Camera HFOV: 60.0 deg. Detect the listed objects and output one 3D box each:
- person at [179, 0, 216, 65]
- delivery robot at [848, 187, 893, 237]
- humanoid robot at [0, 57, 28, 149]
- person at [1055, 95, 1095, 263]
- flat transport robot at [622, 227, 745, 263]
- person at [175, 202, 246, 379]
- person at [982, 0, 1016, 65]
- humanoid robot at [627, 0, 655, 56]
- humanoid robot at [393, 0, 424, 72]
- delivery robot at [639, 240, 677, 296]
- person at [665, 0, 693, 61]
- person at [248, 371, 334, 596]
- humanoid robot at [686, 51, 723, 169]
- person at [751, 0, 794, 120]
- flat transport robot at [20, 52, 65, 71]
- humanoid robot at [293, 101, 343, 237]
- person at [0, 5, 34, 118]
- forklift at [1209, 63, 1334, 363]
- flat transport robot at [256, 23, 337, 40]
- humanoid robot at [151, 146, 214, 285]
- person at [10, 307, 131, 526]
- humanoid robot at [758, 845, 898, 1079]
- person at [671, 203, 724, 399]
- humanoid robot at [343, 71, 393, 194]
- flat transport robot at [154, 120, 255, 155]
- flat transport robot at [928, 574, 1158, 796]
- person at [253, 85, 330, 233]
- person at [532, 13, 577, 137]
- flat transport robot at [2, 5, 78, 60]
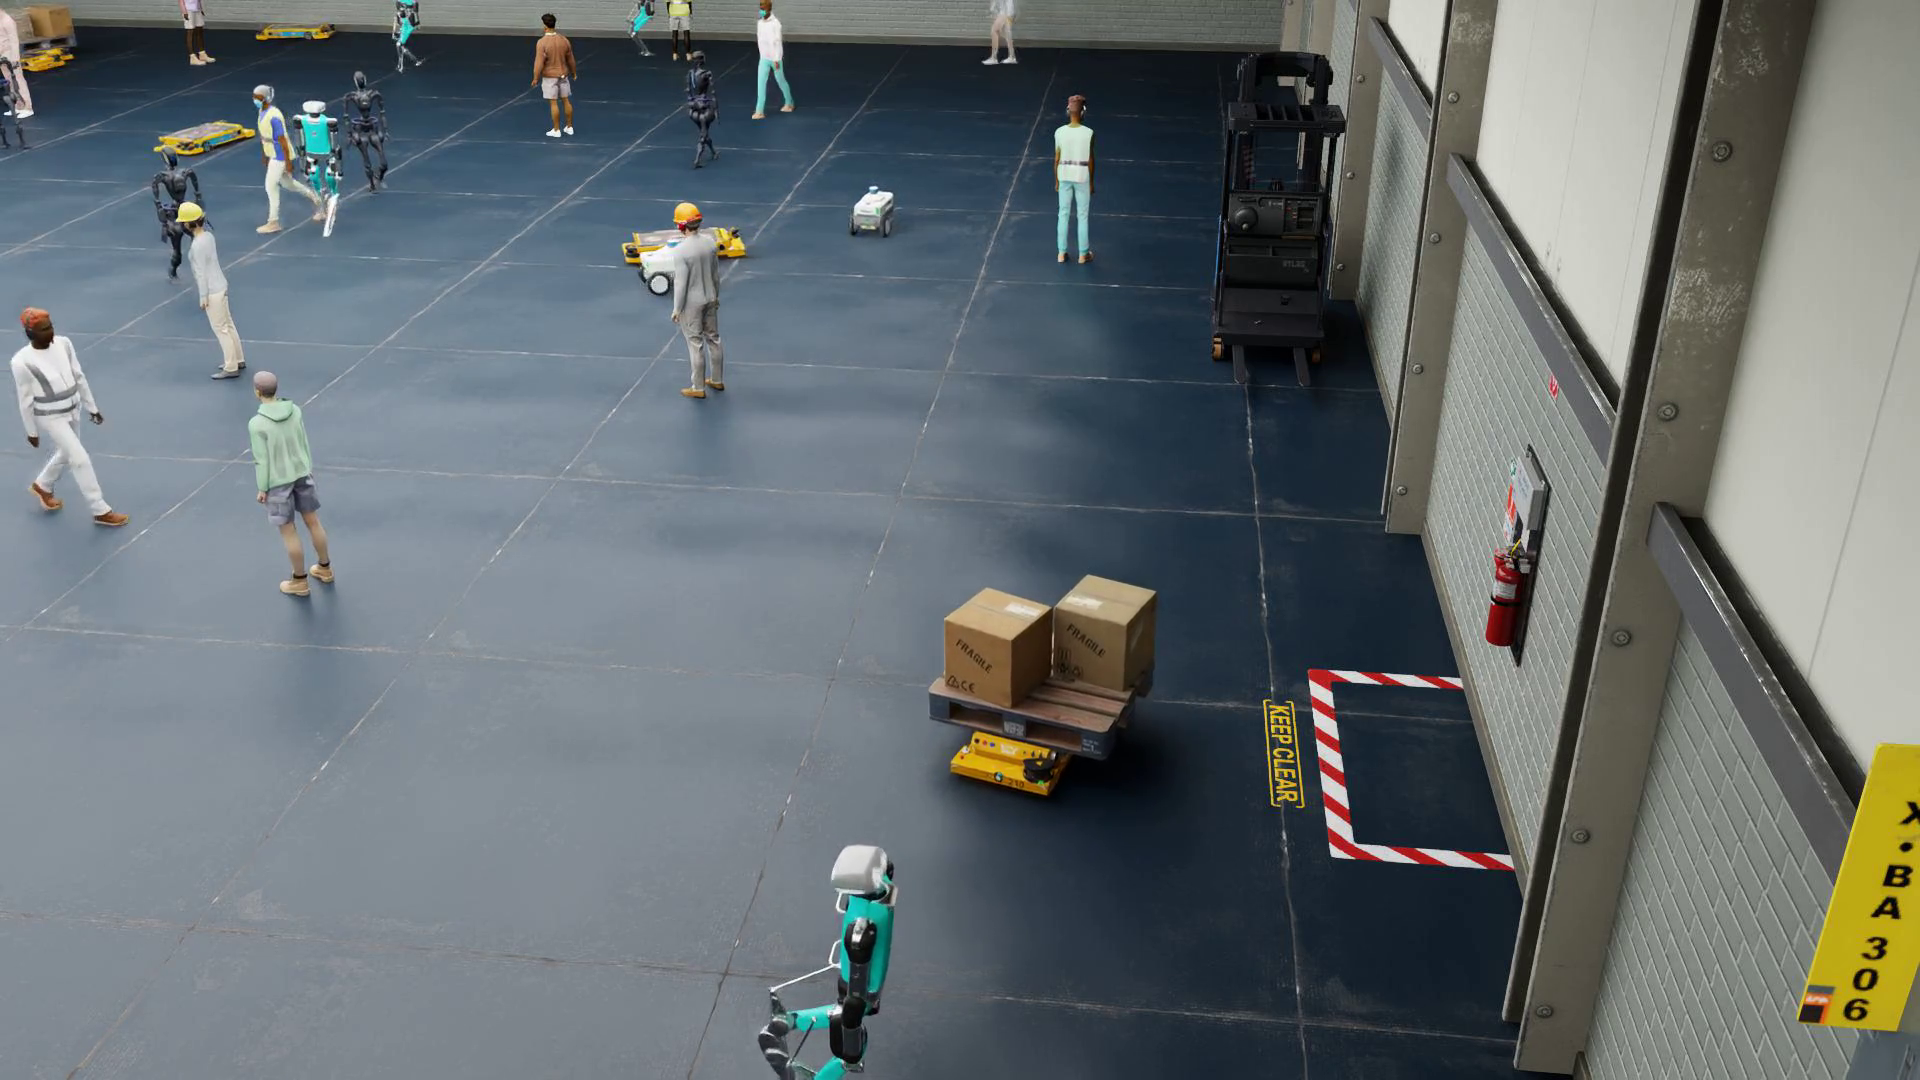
[{"bbox_3d":[-14.251,-9.883,30.907,0.398,2.035,0.607,5,27,10],"label":"person"},{"bbox_3d":[-1.101,-4.180,21.167,0.499,0.596,0.775,6,27,12],"label":"delivery robot"},{"bbox_3d":[-14.389,-6.687,24.937,0.610,1.633,0.467,-14,30,-26],"label":"humanoid robot"},{"bbox_3d":[1.355,-4.273,19.765,0.484,1.979,0.403,8,28,15],"label":"person"},{"bbox_3d":[-3.384,-3.599,20.324,1.431,0.231,0.659,-6,27,-13],"label":"flat transport robot"},{"bbox_3d":[-7.398,-2.458,16.385,0.351,1.755,0.516,-5,27,-10],"label":"person"},{"bbox_3d":[0.704,-9.778,30.893,0.819,1.846,0.511,-3,27,-5],"label":"person"},{"bbox_3d":[-6.066,-10.046,31.462,0.706,1.711,0.530,-17,31,-30],"label":"humanoid robot"},{"bbox_3d":[-10.272,-9.455,30.438,0.548,1.810,0.896,15,30,28],"label":"humanoid robot"},{"bbox_3d":[-3.295,-3.156,19.094,0.756,0.571,0.499,-10,28,-20],"label":"delivery robot"},{"bbox_3d":[-5.276,-9.899,31.316,0.528,1.689,0.321,5,27,9],"label":"person"},{"bbox_3d":[-4.984,-0.420,12.331,0.320,1.742,0.475,15,30,27],"label":"person"},{"bbox_3d":[-3.709,-6.263,24.112,0.602,1.620,0.784,19,32,33],"label":"humanoid robot"},{"bbox_3d":[-3.041,-7.837,27.000,0.503,1.872,0.973,15,30,28],"label":"person"},{"bbox_3d":[-17.473,-8.897,30.901,1.431,0.231,0.659,8,28,16],"label":"flat transport robot"},{"bbox_3d":[-7.920,-4.669,20.884,0.593,1.800,0.950,-2,27,-4],"label":"humanoid robot"},{"bbox_3d":[-15.434,-7.811,26.914,0.638,1.901,0.410,19,32,33],"label":"person"},{"bbox_3d":[3.241,-3.477,17.183,1.129,2.768,1.873,3,27,6],"label":"forklift"},{"bbox_3d":[-13.447,-10.299,33.699,1.431,0.231,0.659,-2,27,-3],"label":"flat transport robot"},{"bbox_3d":[-8.880,-3.674,18.945,0.740,1.642,0.601,20,33,34],"label":"humanoid robot"},{"bbox_3d":[-7.299,-1.000,13.377,0.922,1.849,0.574,5,27,11],"label":"person"},{"bbox_3d":[-0.576,2.077,7.345,1.013,1.738,0.554,4,27,7],"label":"humanoid robot"},{"bbox_3d":[-2.520,-2.285,15.892,0.371,1.892,0.569,20,33,34],"label":"person"},{"bbox_3d":[-8.076,-5.554,22.653,0.612,1.642,0.364,-16,31,-29],"label":"humanoid robot"},{"bbox_3d":[-11.530,-6.137,25.391,0.659,0.231,1.431,9,28,17],"label":"flat transport robot"},{"bbox_3d":[0.522,1.151,10.841,0.659,0.231,1.431,11,29,21],"label":"flat transport robot"},{"bbox_3d":[-8.563,-4.856,21.072,0.924,1.855,0.511,-18,32,-31],"label":"person"},{"bbox_3d":[-6.242,-7.183,25.707,0.396,1.856,0.775,23,35,38],"label":"person"},{"bbox_3d":[-17.565,-9.261,31.626,1.431,0.231,0.659,17,31,31],"label":"flat transport robot"}]
